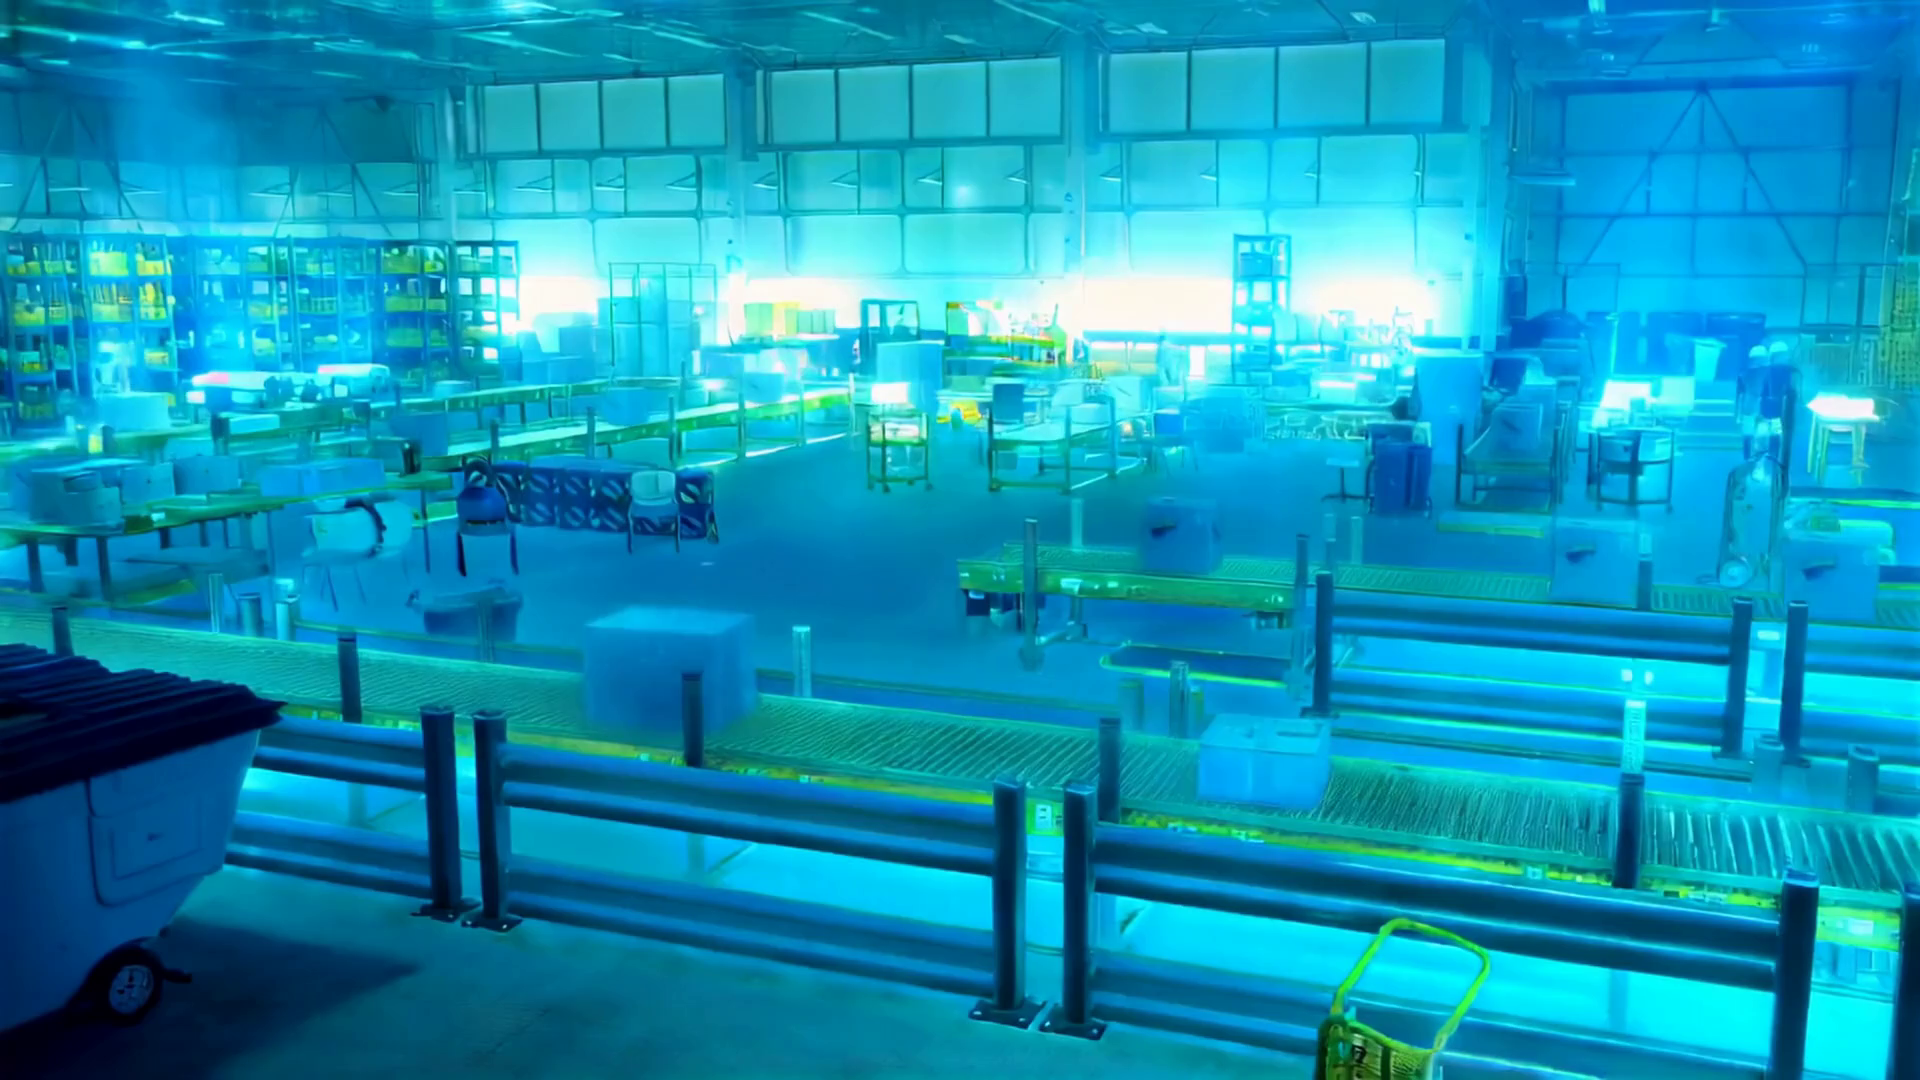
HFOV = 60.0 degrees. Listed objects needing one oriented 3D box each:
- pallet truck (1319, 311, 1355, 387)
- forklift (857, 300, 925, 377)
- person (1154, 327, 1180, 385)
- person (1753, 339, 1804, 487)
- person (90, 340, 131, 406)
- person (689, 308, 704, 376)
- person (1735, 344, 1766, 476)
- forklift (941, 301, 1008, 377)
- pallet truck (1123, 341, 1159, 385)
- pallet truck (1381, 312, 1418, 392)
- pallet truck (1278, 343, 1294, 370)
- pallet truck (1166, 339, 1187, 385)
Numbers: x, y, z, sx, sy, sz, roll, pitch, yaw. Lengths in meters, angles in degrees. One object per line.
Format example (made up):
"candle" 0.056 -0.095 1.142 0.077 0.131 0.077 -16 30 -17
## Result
"pallet truck" 9.071 -4.419 39.190 0.823 1.965 1.885 5 10 26
"forklift" -1.732 -5.109 42.468 1.157 1.987 2.680 4 10 22
"person" 4.518 -3.760 36.068 0.676 1.715 0.271 -2 10 -14
"person" 11.247 -1.747 22.917 0.627 2.018 0.674 3 10 20
"person" -14.097 -2.410 27.565 0.627 1.812 0.459 0 9 1
"person" -6.401 -4.642 40.550 0.381 1.996 0.608 -4 10 -22
"person" 11.369 -1.837 23.772 0.567 1.923 0.670 5 11 27
"forklift" 0.365 -4.966 41.571 1.157 1.987 2.680 3 10 20
"pallet truck" 4.445 -4.380 41.279 0.680 1.201 1.601 4 10 22
"pallet truck" 10.207 -4.283 38.369 0.823 1.965 1.885 3 10 20
"pallet truck" 7.886 -4.163 39.743 0.653 1.274 1.630 4 10 22
"pallet truck" 5.418 -4.269 40.420 0.704 1.261 1.522 3 10 20
